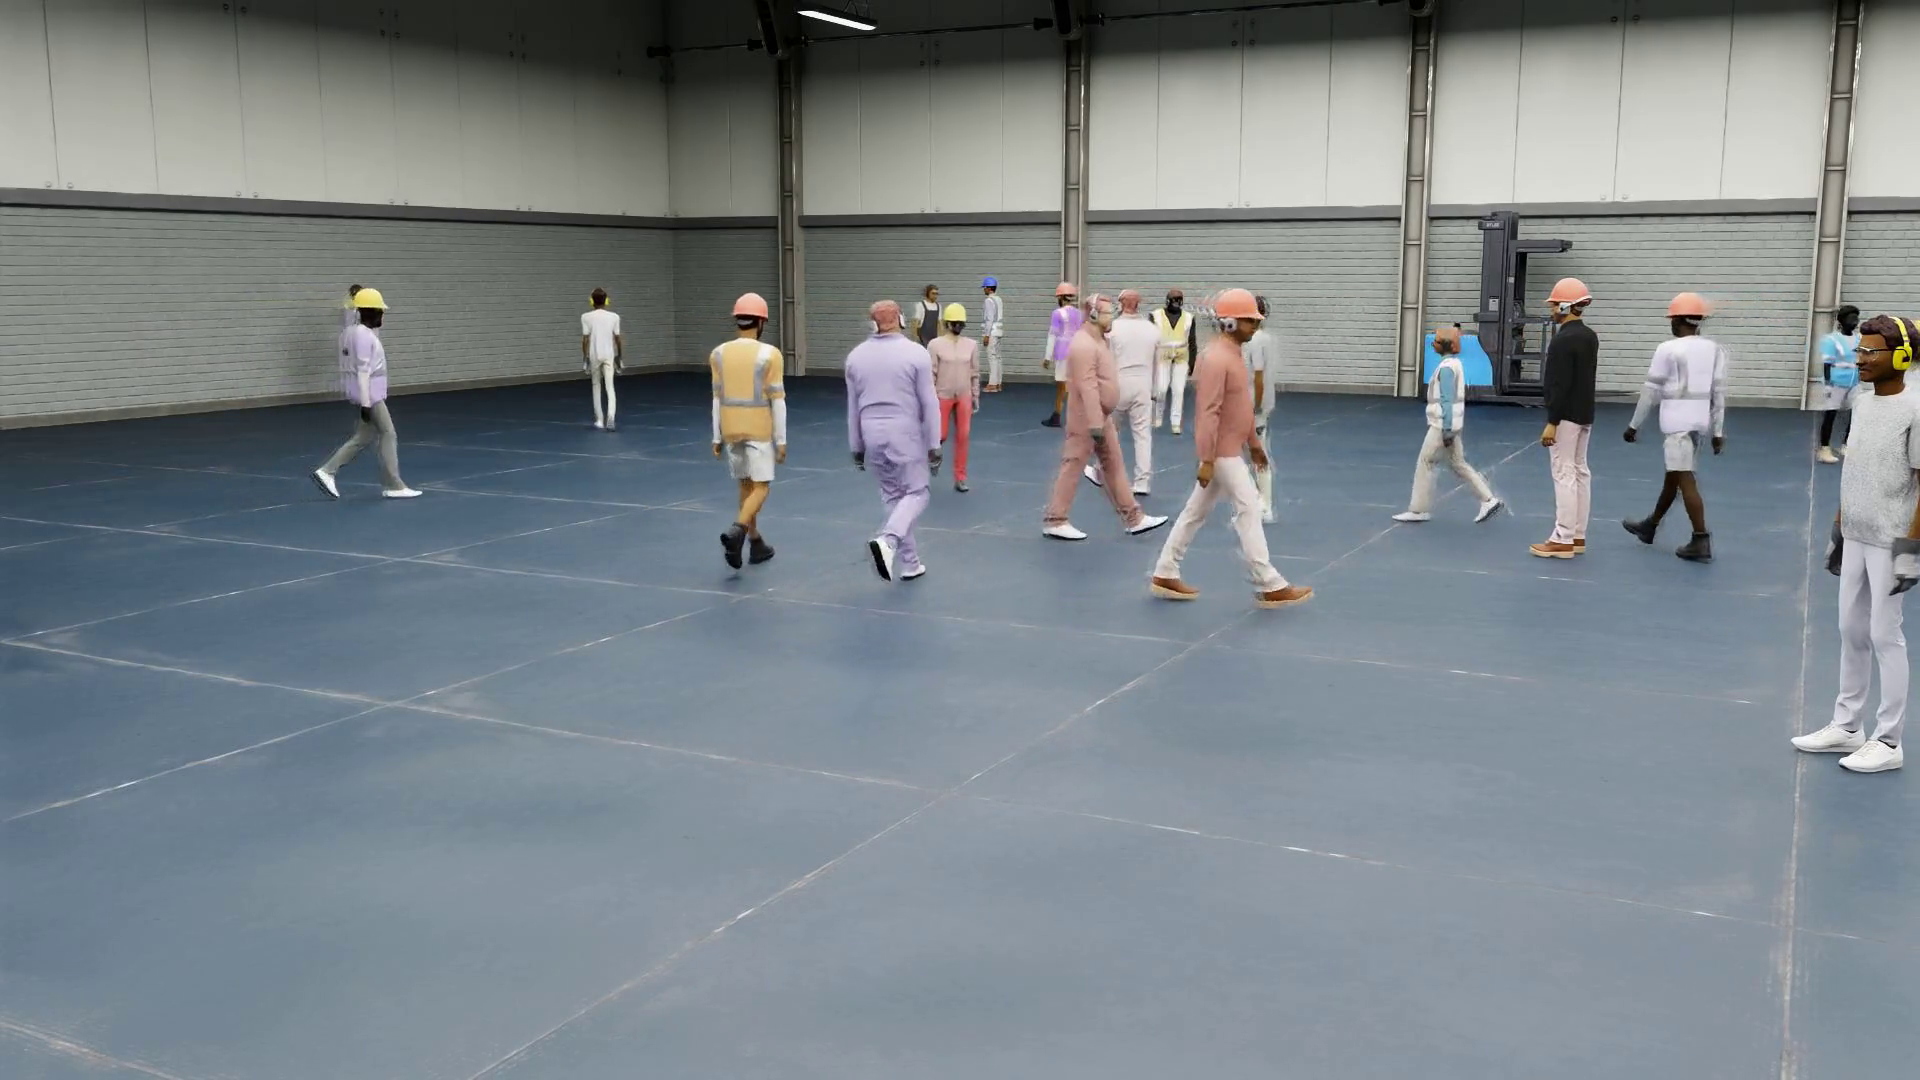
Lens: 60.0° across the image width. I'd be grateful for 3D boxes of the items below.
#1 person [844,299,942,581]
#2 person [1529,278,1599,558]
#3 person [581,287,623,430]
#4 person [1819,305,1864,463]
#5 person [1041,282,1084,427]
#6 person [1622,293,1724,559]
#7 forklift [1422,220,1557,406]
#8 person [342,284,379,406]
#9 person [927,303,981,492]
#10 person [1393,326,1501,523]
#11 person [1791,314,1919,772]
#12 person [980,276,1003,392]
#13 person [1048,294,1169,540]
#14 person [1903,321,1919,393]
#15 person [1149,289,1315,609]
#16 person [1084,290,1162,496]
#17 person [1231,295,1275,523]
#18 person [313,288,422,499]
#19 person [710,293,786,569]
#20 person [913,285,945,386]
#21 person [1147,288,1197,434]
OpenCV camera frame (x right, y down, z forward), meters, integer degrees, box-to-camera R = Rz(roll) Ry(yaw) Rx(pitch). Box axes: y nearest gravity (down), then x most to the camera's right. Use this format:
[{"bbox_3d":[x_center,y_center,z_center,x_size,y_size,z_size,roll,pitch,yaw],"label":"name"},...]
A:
[{"bbox_3d":[-0.468,-0.641,10.944,0.682,1.868,0.701,5,10,27],"label":"person"},{"bbox_3d":[4.360,-0.879,11.975,0.393,1.995,0.612,8,12,42],"label":"person"},{"bbox_3d":[-4.624,-2.346,21.531,0.526,1.840,0.887,-3,10,-19],"label":"person"},{"bbox_3d":[9.400,-1.645,17.669,0.553,1.677,0.507,-2,9,-13],"label":"person"},{"bbox_3d":[1.443,-2.407,21.704,0.865,1.905,0.555,8,12,39],"label":"person"},{"bbox_3d":[5.197,-0.843,12.089,0.555,1.879,0.983,-4,10,-23],"label":"person"},{"bbox_3d":[8.245,-3.527,25.720,1.873,2.768,1.129,5,10,27],"label":"forklift"},{"bbox_3d":[-9.165,-2.980,25.418,0.430,1.841,0.624,6,11,33],"label":"person"},{"bbox_3d":[-0.091,-1.351,15.624,0.535,1.754,0.586,-3,10,-19],"label":"person"},{"bbox_3d":[3.980,-0.931,13.465,0.794,1.608,0.519,4,10,24],"label":"person"},{"bbox_3d":[3.772,0.010,6.882,0.321,1.871,0.532,-1,9,-7],"label":"person"},{"bbox_3d":[0.532,-3.485,28.195,0.404,1.945,0.615,3,10,19],"label":"person"},{"bbox_3d":[1.116,-0.921,12.643,0.958,1.863,0.671,3,10,18],"label":"person"},{"bbox_3d":[6.475,-0.632,11.238,0.505,1.730,0.353,0,9,1],"label":"person"},{"bbox_3d":[1.647,-0.562,10.202,1.032,1.938,0.625,3,10,15],"label":"person"},{"bbox_3d":[1.514,-1.369,15.394,0.678,1.856,0.973,-3,10,-20],"label":"person"},{"bbox_3d":[2.372,-1.055,13.520,0.460,1.853,0.535,3,10,20],"label":"person"},{"bbox_3d":[-5.363,-1.306,14.920,0.852,1.902,0.593,-3,10,-20],"label":"person"},{"bbox_3d":[-1.476,-0.746,11.464,0.558,1.904,0.857,3,10,20],"label":"person"},{"bbox_3d":[-0.453,-3.378,27.970,0.519,1.800,0.918,-7,12,-39],"label":"person"},{"bbox_3d":[2.669,-2.255,20.984,0.645,1.823,0.456,0,9,-1],"label":"person"}]
